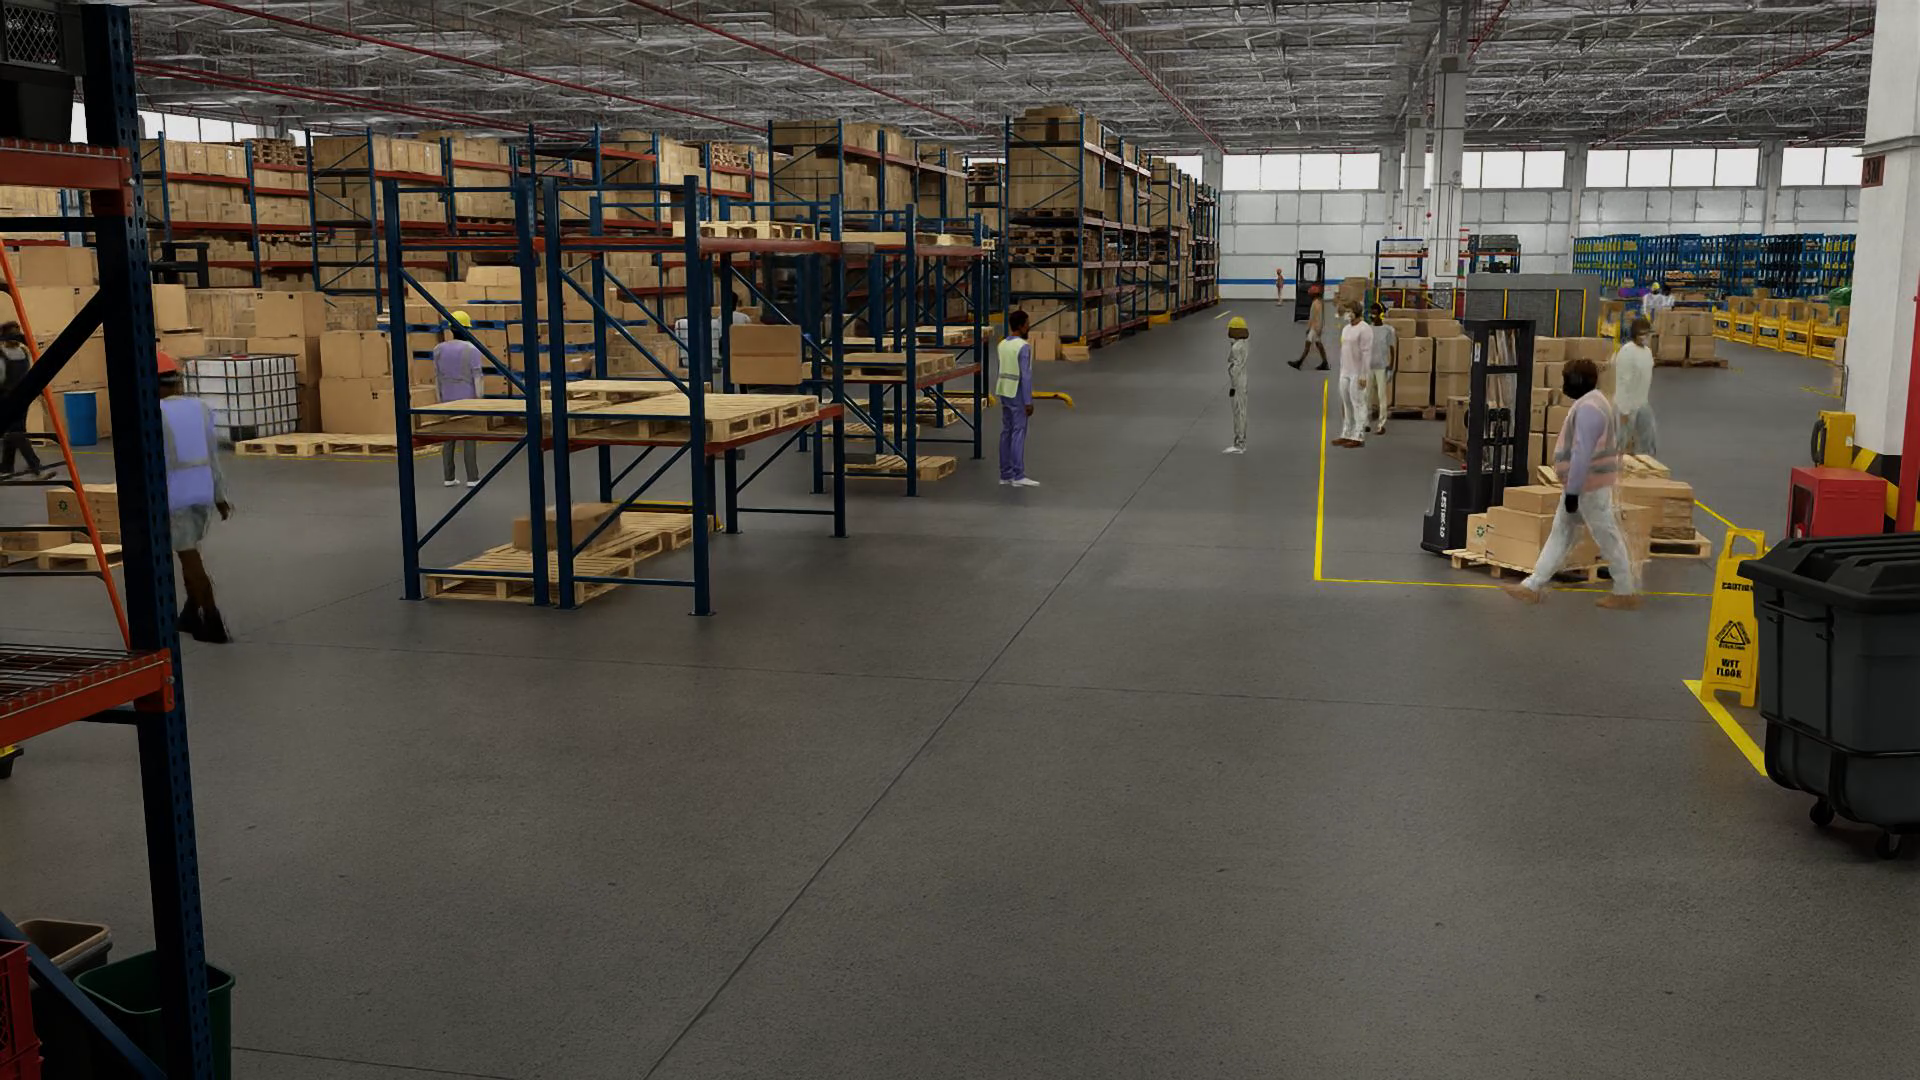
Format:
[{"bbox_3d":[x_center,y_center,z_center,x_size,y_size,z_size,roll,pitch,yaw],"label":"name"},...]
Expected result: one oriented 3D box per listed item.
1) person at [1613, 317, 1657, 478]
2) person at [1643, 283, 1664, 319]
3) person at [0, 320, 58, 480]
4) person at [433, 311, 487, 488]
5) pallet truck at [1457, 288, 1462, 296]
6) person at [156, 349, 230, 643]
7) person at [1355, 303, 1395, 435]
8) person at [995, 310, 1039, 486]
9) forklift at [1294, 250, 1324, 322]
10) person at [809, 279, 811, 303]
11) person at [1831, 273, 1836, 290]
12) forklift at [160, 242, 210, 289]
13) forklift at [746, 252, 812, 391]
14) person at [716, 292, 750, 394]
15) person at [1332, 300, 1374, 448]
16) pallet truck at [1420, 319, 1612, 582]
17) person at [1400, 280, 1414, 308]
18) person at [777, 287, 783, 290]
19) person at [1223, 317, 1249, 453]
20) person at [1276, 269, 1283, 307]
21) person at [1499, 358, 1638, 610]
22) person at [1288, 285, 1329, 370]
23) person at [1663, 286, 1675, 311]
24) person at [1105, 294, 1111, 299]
[{"bbox_3d":[7.069,-1.427,17.634,0.964,1.887,0.661,9,13,43],"label":"person"},{"bbox_3d":[20.270,-6.614,48.617,0.587,1.785,0.933,2,10,12],"label":"person"},{"bbox_3d":[-10.347,-1.512,18.342,0.951,1.793,0.535,3,10,18],"label":"person"},{"bbox_3d":[-5.432,-1.528,18.117,0.585,1.918,0.409,3,10,15],"label":"person"},{"bbox_3d":[20.506,-9.785,68.819,0.653,1.274,1.630,2,10,12],"label":"pallet truck"},{"bbox_3d":[-5.089,-0.275,10.719,0.786,1.899,0.569,4,11,25],"label":"person"},{"bbox_3d":[5.882,-2.409,23.484,0.521,1.864,0.334,9,13,42],"label":"person"},{"bbox_3d":[0.603,-1.546,18.200,0.390,1.920,0.587,-5,11,-29],"label":"person"},{"bbox_3d":[13.778,-10.002,65.433,1.129,2.768,1.873,2,10,12],"label":"forklift"},{"bbox_3d":[-5.083,-7.841,55.548,0.597,1.906,0.474,2,10,11],"label":"person"},{"bbox_3d":[41.910,-11.930,79.979,0.433,1.827,0.570,4,10,24],"label":"person"},{"bbox_3d":[-16.063,-4.810,34.690,1.129,2.768,1.873,2,10,12],"label":"forklift"},{"bbox_3d":[-3.289,-4.243,31.332,1.129,2.768,1.873,2,10,12],"label":"forklift"},{"bbox_3d":[-3.633,-2.988,26.604,0.361,1.963,0.617,9,13,44],"label":"person"},{"bbox_3d":[5.184,-2.175,21.876,0.356,1.937,0.634,-3,10,-18],"label":"person"},{"bbox_3d":[4.543,-0.757,13.299,0.823,1.965,1.885,-4,10,-22],"label":"pallet truck"},{"bbox_3d":[14.947,-7.888,55.928,0.933,1.867,0.664,5,11,26],"label":"person"},{"bbox_3d":[-7.619,-10.229,70.463,0.271,1.632,0.508,3,10,20],"label":"person"},{"bbox_3d":[3.535,-1.981,21.303,0.295,1.744,0.490,3,10,18],"label":"person"},{"bbox_3d":[16.720,-13.215,87.126,0.412,1.987,0.607,1,10,4],"label":"person"},{"bbox_3d":[4.388,-0.387,11.769,0.953,1.781,0.652,3,10,17],"label":"person"},{"bbox_3d":[7.831,-4.734,37.167,0.976,1.885,0.575,1,10,7],"label":"person"},{"bbox_3d":[21.899,-7.072,51.669,0.530,1.666,0.817,3,10,15],"label":"person"},{"bbox_3d":[5.242,-8.600,60.084,1.009,1.885,0.647,2,10,12],"label":"person"}]
